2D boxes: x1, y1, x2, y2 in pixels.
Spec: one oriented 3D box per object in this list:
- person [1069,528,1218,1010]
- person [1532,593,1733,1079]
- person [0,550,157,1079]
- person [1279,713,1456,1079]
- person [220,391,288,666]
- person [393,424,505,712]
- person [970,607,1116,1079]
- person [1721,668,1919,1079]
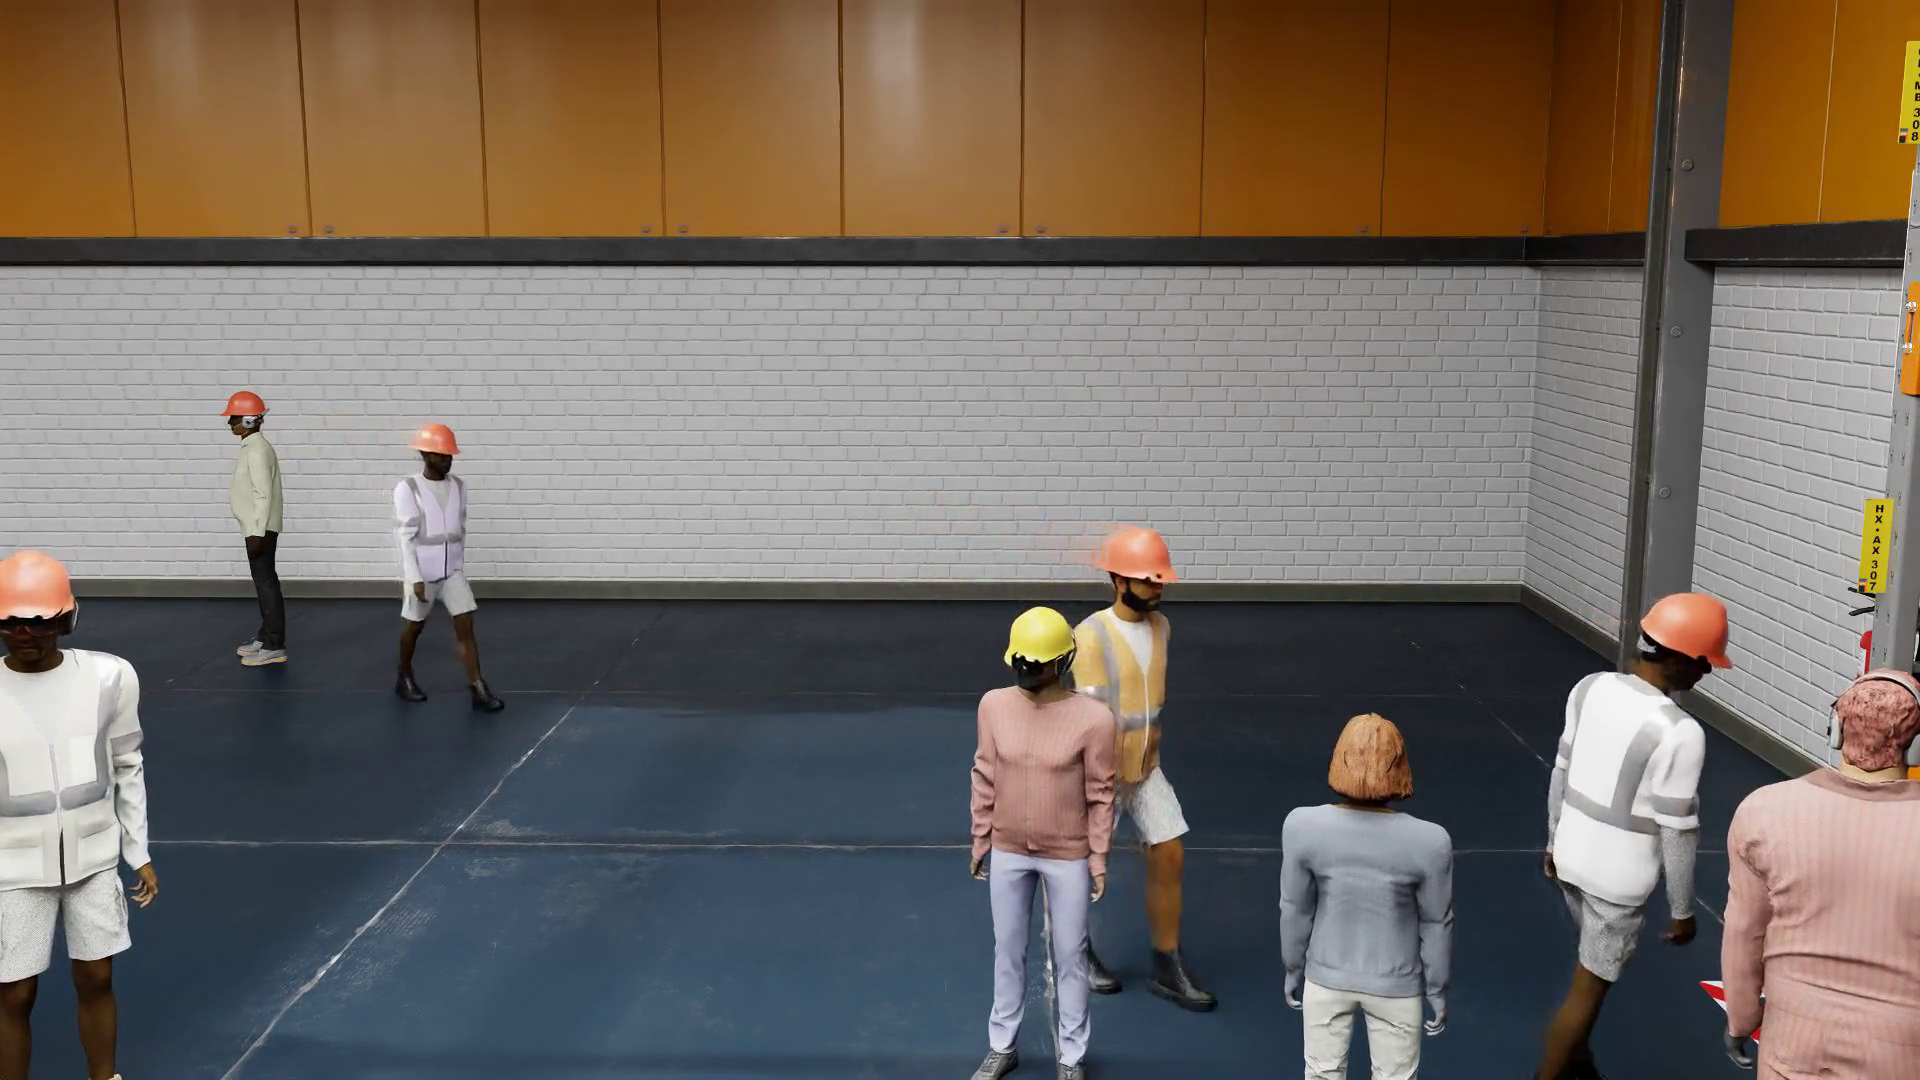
[{"bbox_3d":[0.689,0.905,6.464,0.560,1.903,0.820,-7,12,-38],"label":"person"},{"bbox_3d":[2.182,1.080,5.458,0.609,1.883,0.632,-2,10,-14],"label":"person"},{"bbox_3d":[-2.876,1.033,5.282,0.611,2.040,0.392,-8,13,-41],"label":"person"},{"bbox_3d":[1.181,1.305,4.866,0.500,1.636,0.284,4,10,22],"label":"person"},{"bbox_3d":[-5.142,-0.090,12.152,0.382,1.995,0.612,-5,11,-26],"label":"person"},{"bbox_3d":[-3.423,0.184,10.869,1.009,1.889,0.551,8,13,41],"label":"person"},{"bbox_3d":[0.276,1.090,5.788,0.522,1.761,0.327,4,10,21],"label":"person"},{"bbox_3d":[2.299,1.269,4.272,0.638,1.910,0.407,7,12,36],"label":"person"}]
